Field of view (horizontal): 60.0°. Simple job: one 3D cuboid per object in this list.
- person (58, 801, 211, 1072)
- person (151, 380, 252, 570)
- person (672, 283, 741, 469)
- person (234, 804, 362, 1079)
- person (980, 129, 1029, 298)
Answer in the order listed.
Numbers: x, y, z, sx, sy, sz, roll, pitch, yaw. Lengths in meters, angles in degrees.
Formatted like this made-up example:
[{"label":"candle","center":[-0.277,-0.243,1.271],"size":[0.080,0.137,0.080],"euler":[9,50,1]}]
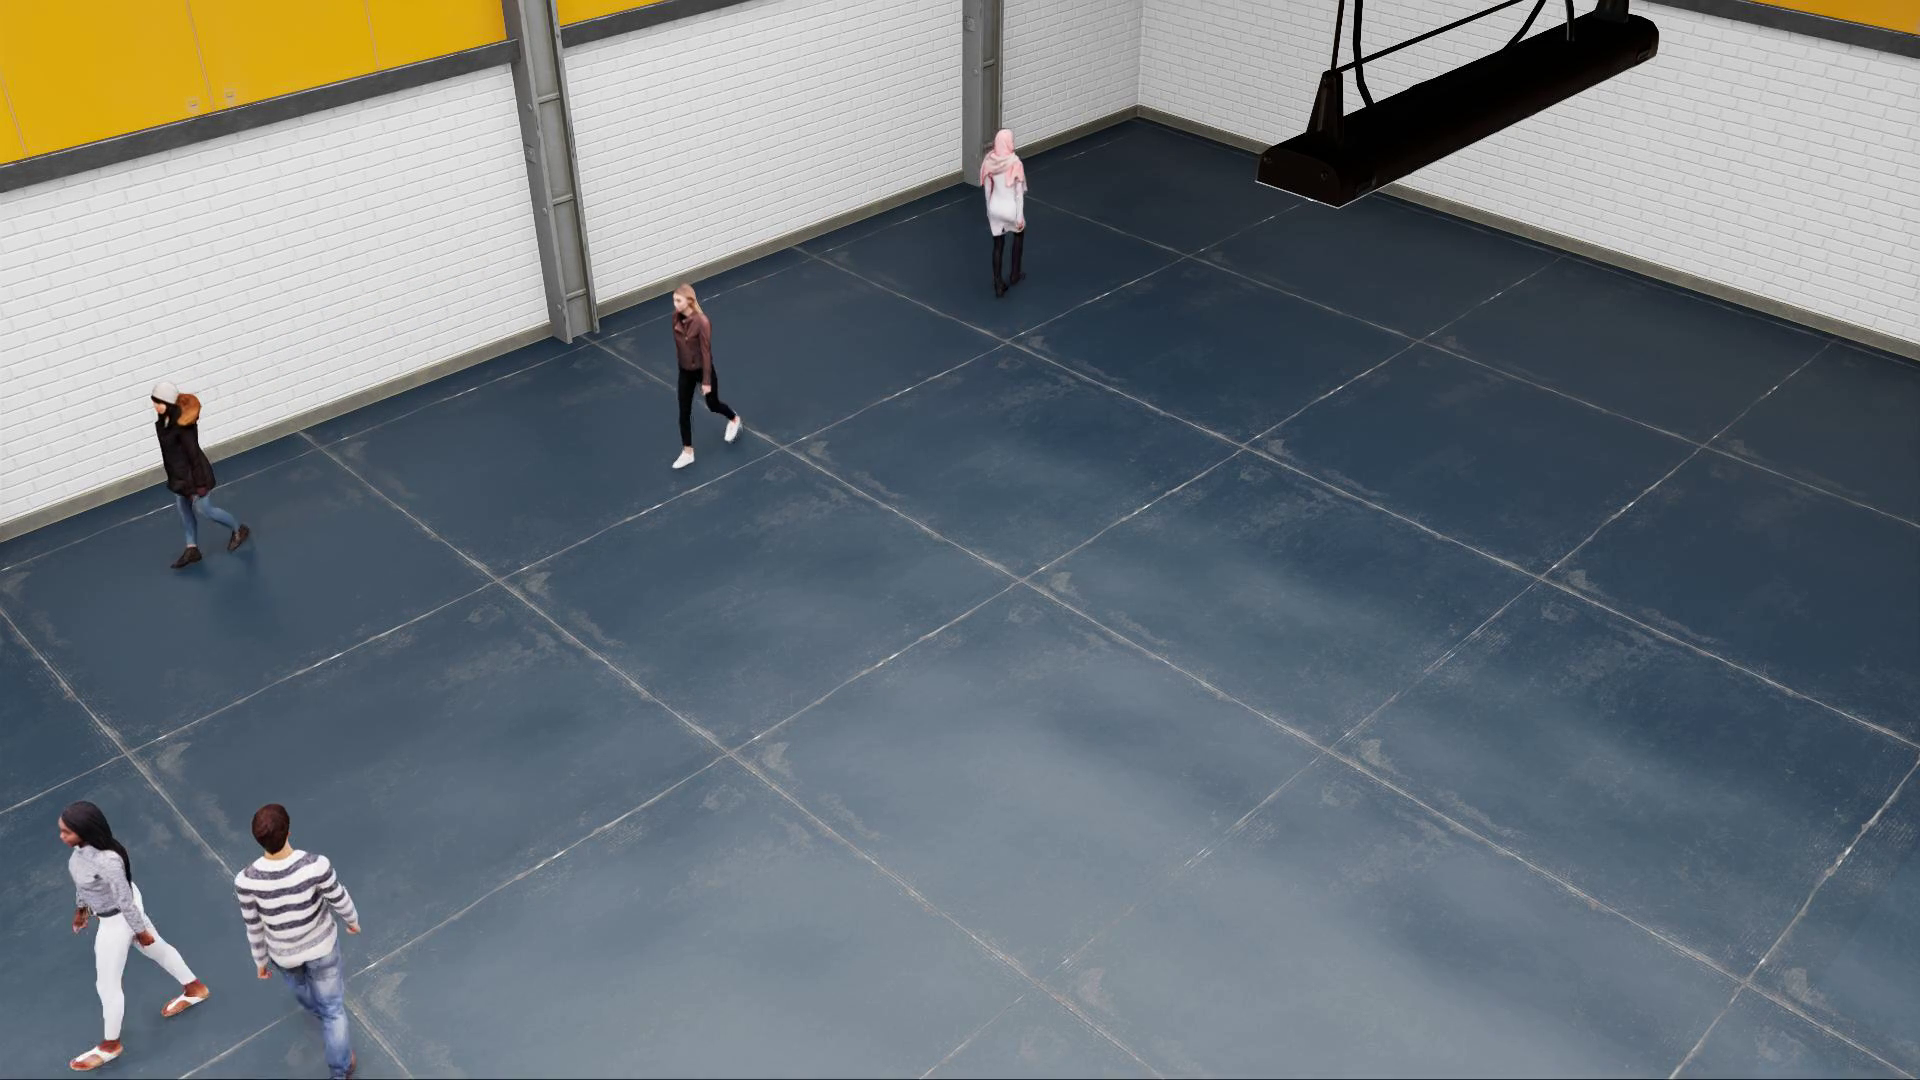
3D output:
[{"label":"person","center":[-4.602,2.081,9.305],"size":[1.042,1.692,0.678],"euler":[-23,40,-30]},{"label":"person","center":[-6.122,-0.558,13.339],"size":[0.660,1.621,0.904],"euler":[25,41,32]},{"label":"person","center":[-2.258,-1.494,14.697],"size":[0.786,1.676,1.139],"euler":[18,38,25]},{"label":"person","center":[-3.530,2.254,8.931],"size":[1.104,1.816,1.068],"euler":[-8,34,-12]},{"label":"person","center":[0.434,-3.401,17.465],"size":[0.812,1.788,0.911],"euler":[15,36,21]}]
